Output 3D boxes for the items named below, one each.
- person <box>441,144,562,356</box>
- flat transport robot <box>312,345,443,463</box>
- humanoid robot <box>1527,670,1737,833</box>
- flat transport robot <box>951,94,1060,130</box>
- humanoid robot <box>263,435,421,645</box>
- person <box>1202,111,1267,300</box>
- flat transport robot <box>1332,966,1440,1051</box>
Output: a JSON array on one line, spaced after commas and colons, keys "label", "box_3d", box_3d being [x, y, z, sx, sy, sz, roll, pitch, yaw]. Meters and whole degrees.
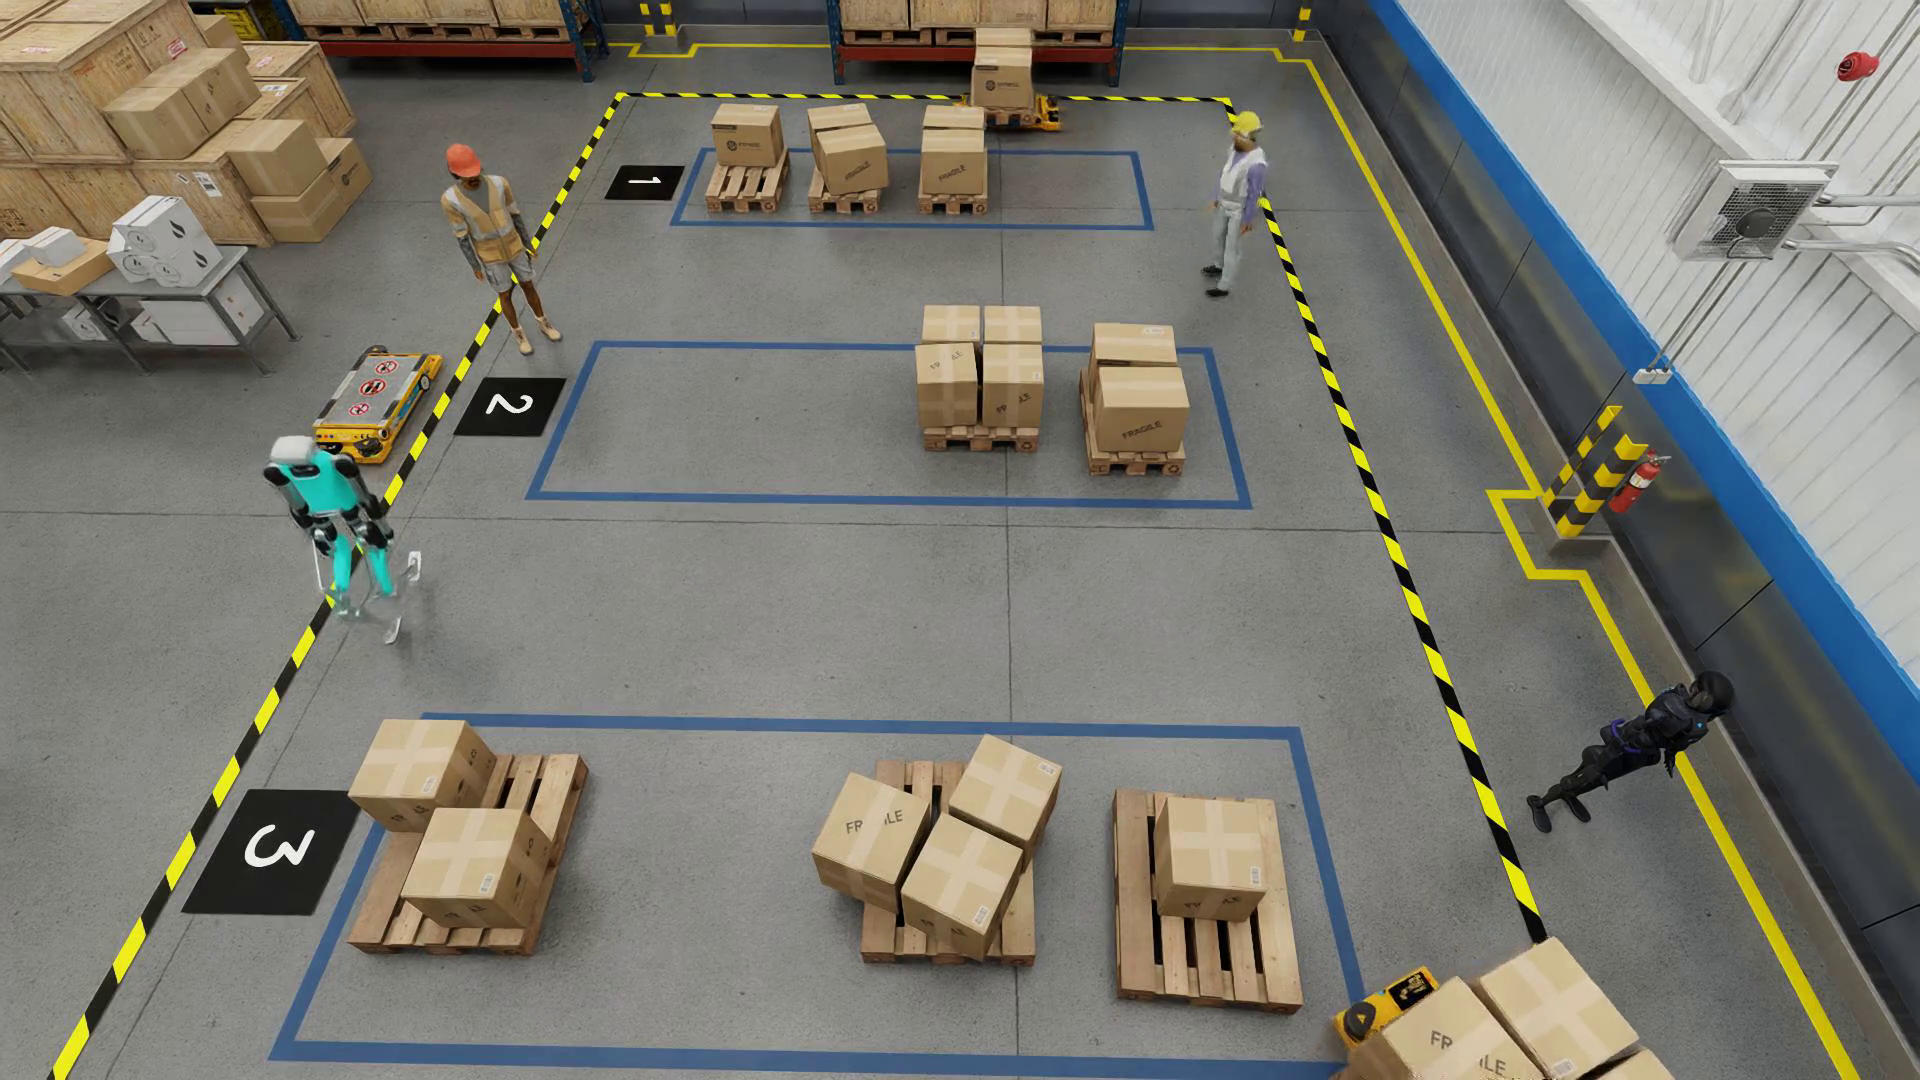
[{"label": "person", "box_3d": [-4.219, -2.647, 8.447, 0.614, 2.039, 0.379, -35, 58, -26]}, {"label": "flat transport robot", "box_3d": [-5.383, -1.269, 8.441, 0.659, 0.231, 1.431, 1, 50, 1]}, {"label": "humanoid robot", "box_3d": [3.949, 1.251, 5.376, 0.599, 1.657, 0.315, -8, 50, -7]}, {"label": "flat transport robot", "box_3d": [0.595, -5.696, 12.168, 1.431, 0.197, 0.652, 1, 50, 1]}, {"label": "humanoid robot", "box_3d": [-4.230, 0.065, 6.354, 0.554, 1.737, 1.041, -10, 50, -8]}, {"label": "person", "box_3d": [2.770, -3.340, 9.207, 0.414, 1.787, 0.644, -5, 50, -4]}, {"label": "flat transport robot", "box_3d": [2.682, 3.046, 4.771, 0.652, 0.197, 1.431, -19, 52, -15]}]
